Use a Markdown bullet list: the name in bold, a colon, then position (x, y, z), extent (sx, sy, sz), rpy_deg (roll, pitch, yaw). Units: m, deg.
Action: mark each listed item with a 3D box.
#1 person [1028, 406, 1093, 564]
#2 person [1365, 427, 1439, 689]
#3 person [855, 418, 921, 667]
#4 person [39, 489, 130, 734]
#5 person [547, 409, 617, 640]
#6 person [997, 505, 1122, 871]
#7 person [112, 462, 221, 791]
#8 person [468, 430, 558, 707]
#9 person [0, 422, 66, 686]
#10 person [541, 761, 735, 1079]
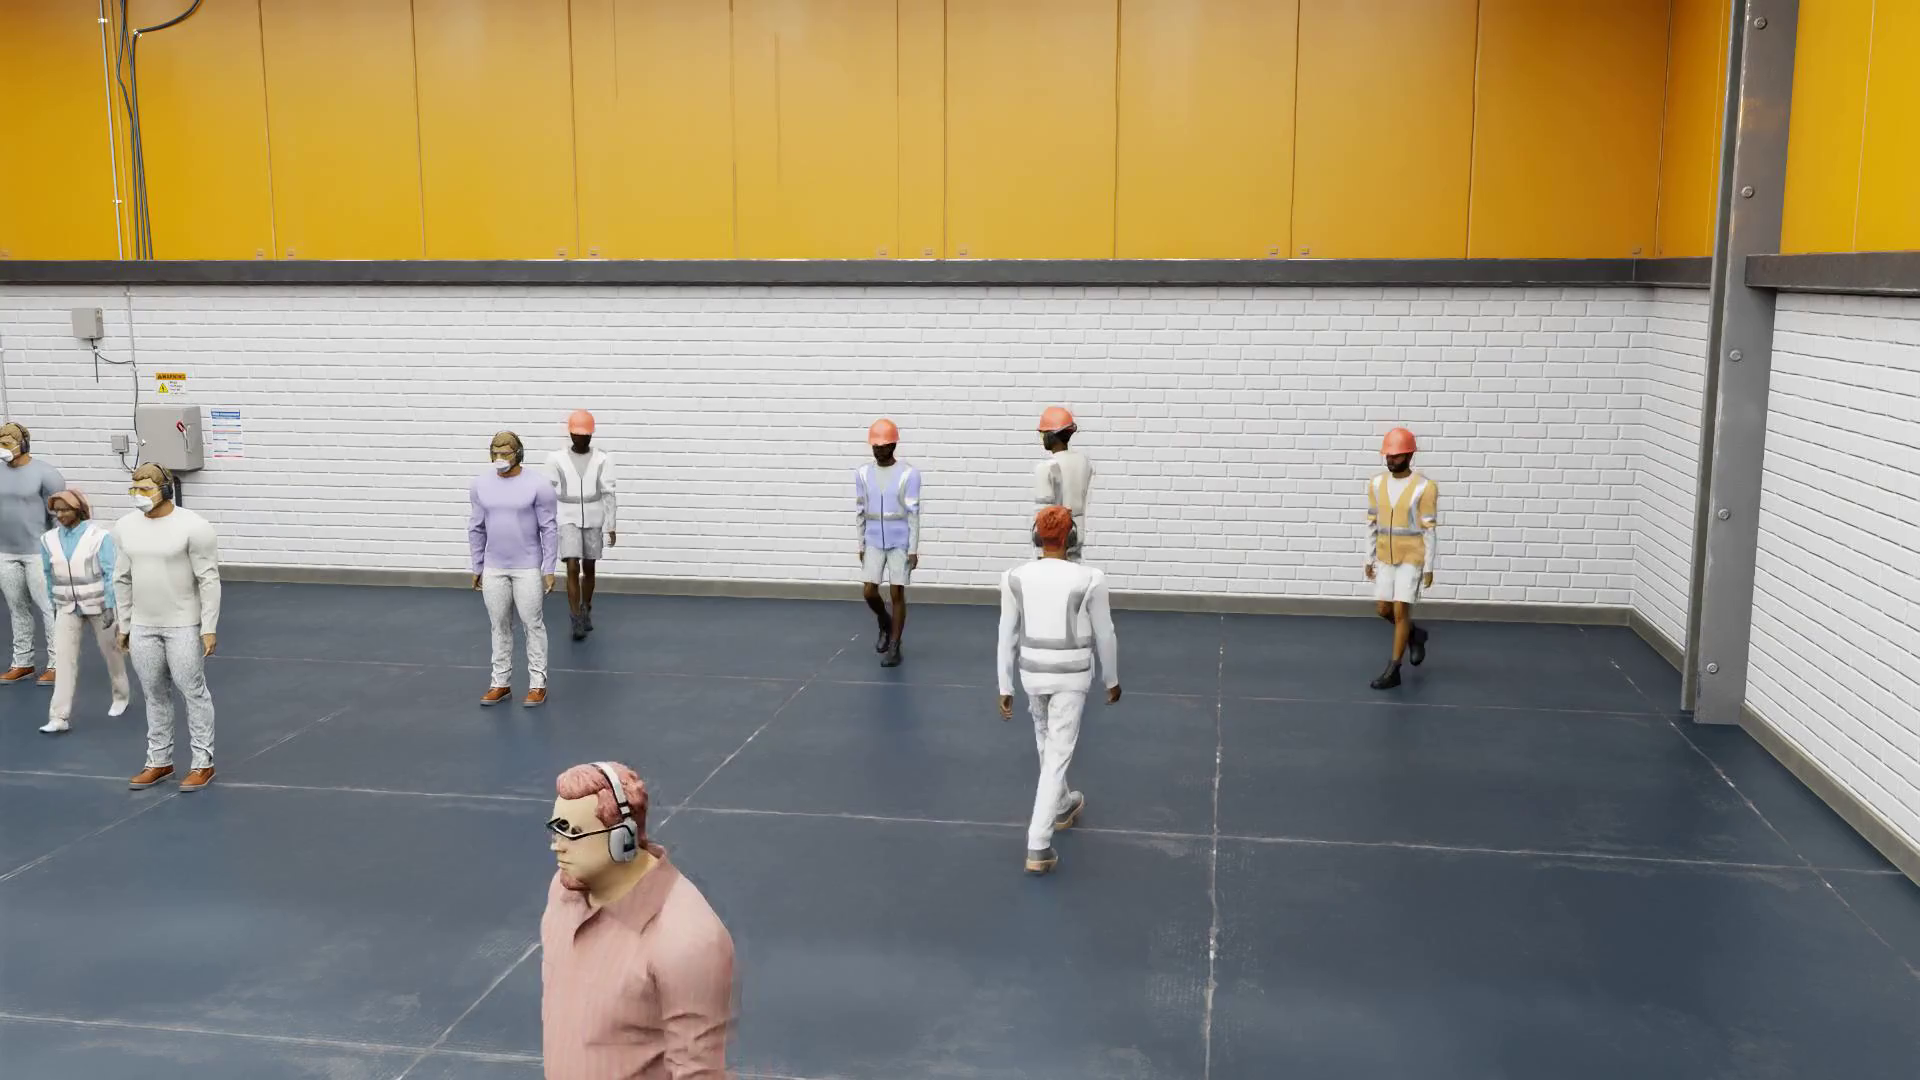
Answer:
- **person**: position (0.730, 0.006, 12.498), extent (0.624, 2.027, 0.411), rpy_deg (-9, 13, -43)
- **person**: position (3.274, 0.112, 12.199), extent (0.718, 1.915, 0.556), rpy_deg (-9, 13, -44)
- **person**: position (-0.550, 0.019, 12.771), extent (0.541, 1.922, 0.477), rpy_deg (3, 10, 17)
- **person**: position (-5.826, 0.457, 11.044), extent (0.527, 1.592, 0.854), rpy_deg (0, 9, 0)
- **person**: position (-3.111, -0.131, 13.741), extent (0.558, 1.892, 0.853), rpy_deg (-3, 10, -19)
- **person**: position (0.509, 0.731, 8.658), extent (0.581, 1.831, 1.011), rpy_deg (5, 10, 26)
- **person**: position (-4.624, 0.504, 9.700), extent (0.637, 1.938, 0.355), rpy_deg (1, 9, 9)
- **person**: position (-3.111, 0.200, 11.580), extent (0.637, 1.936, 0.355), rpy_deg (1, 9, 9)
- **person**: position (-6.830, 0.103, 12.171), extent (0.637, 1.938, 0.355), rpy_deg (1, 9, 9)
- **person**: position (-0.750, 1.433, 4.123), extent (0.611, 1.888, 0.658), rpy_deg (-9, 13, -44)
